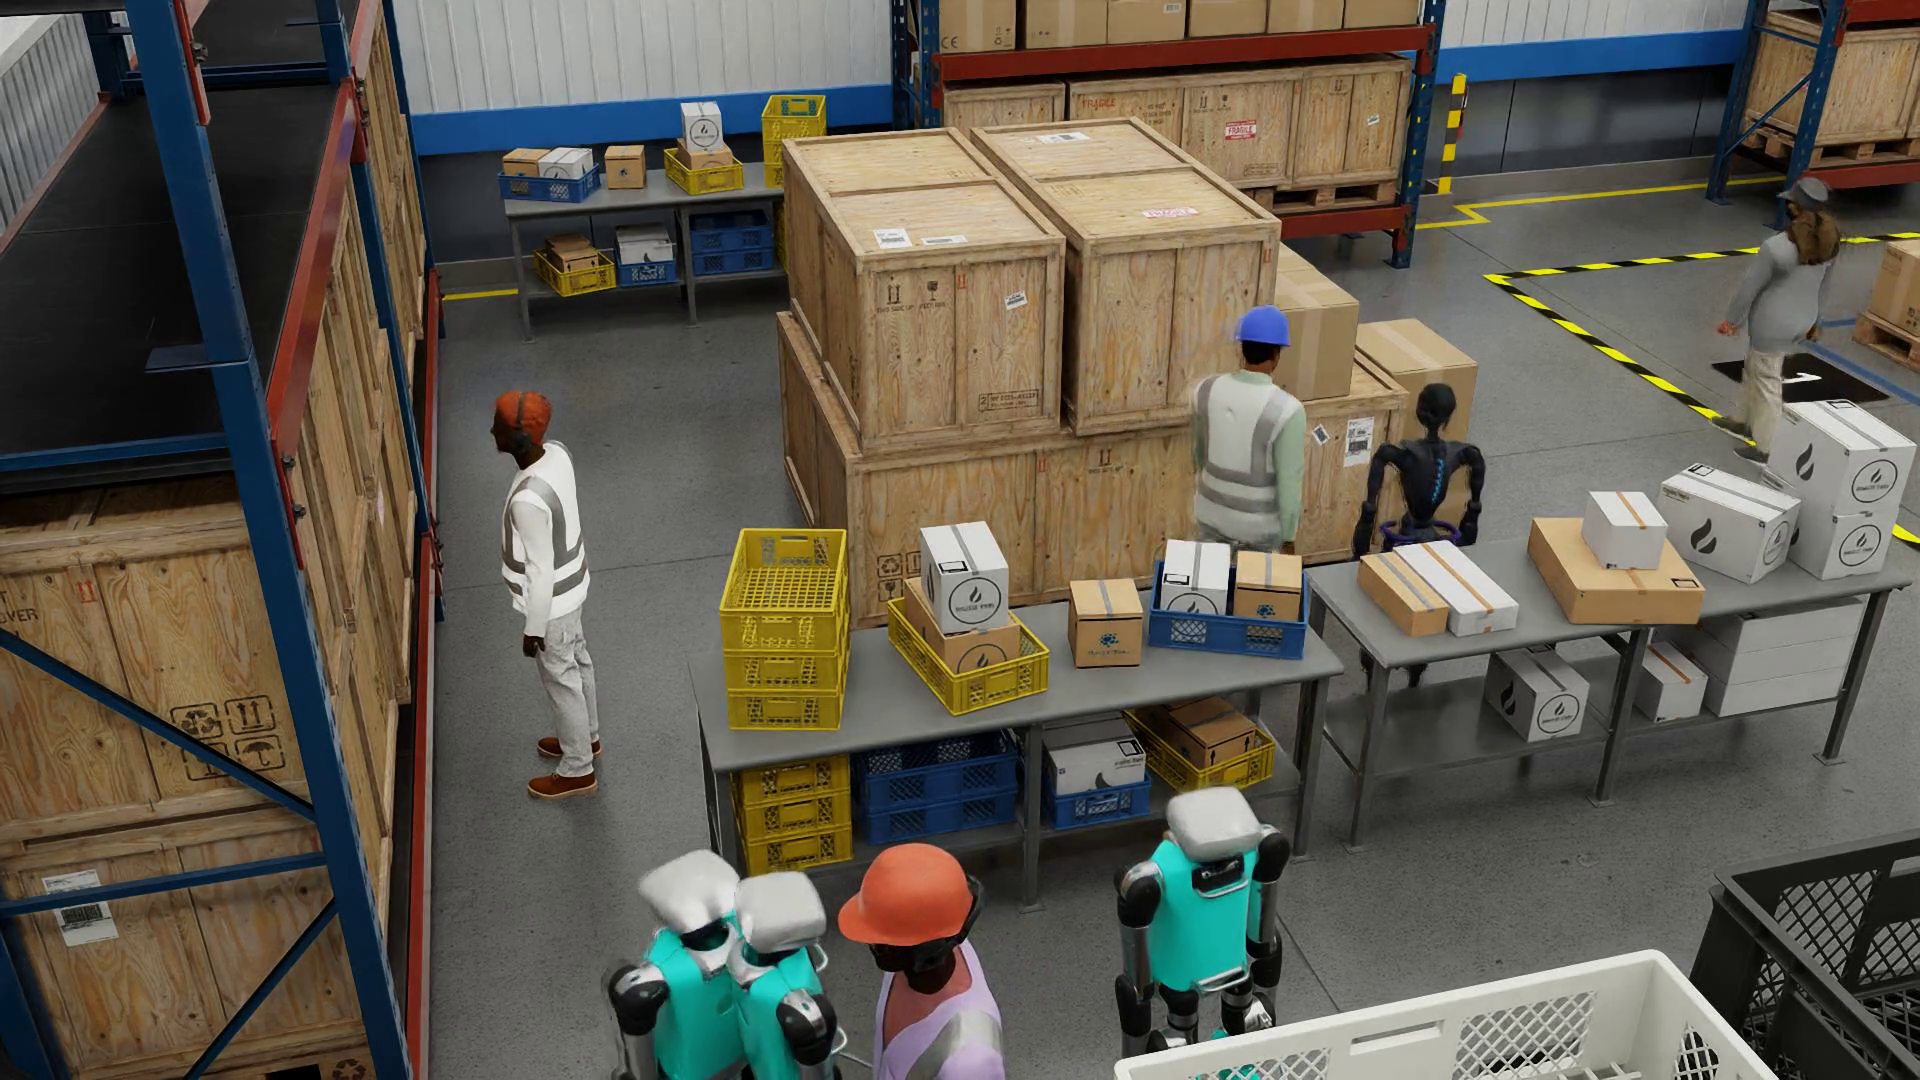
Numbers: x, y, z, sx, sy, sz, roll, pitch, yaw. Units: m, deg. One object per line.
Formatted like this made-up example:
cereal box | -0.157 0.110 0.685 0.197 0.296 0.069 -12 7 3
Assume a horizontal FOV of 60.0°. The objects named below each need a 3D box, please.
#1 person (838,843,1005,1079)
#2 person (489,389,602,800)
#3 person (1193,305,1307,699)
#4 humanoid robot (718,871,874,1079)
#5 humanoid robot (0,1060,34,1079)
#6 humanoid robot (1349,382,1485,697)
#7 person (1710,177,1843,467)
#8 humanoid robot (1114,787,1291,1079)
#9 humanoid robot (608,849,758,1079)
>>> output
person | -0.093 1.618 4.343 0.391 2.041 0.612 -8 30 -15
person | -1.744 0.234 7.018 0.356 1.884 0.573 -1 29 -2
person | 1.389 -0.157 7.722 0.671 1.880 0.936 25 38 38
humanoid robot | -0.281 1.591 4.679 0.707 1.750 0.542 -16 33 -26
humanoid robot | -2.183 1.929 4.140 0.315 1.657 0.599 7 30 13
humanoid robot | 2.034 0.090 7.500 0.611 1.642 0.389 -3 29 -6
person | 4.830 -1.341 10.016 0.580 1.742 0.739 -15 32 -26
humanoid robot | 0.780 1.533 4.704 0.534 1.695 0.717 -13 31 -22
humanoid robot | -0.833 1.541 4.770 0.531 1.771 0.732 -26 38 -38
